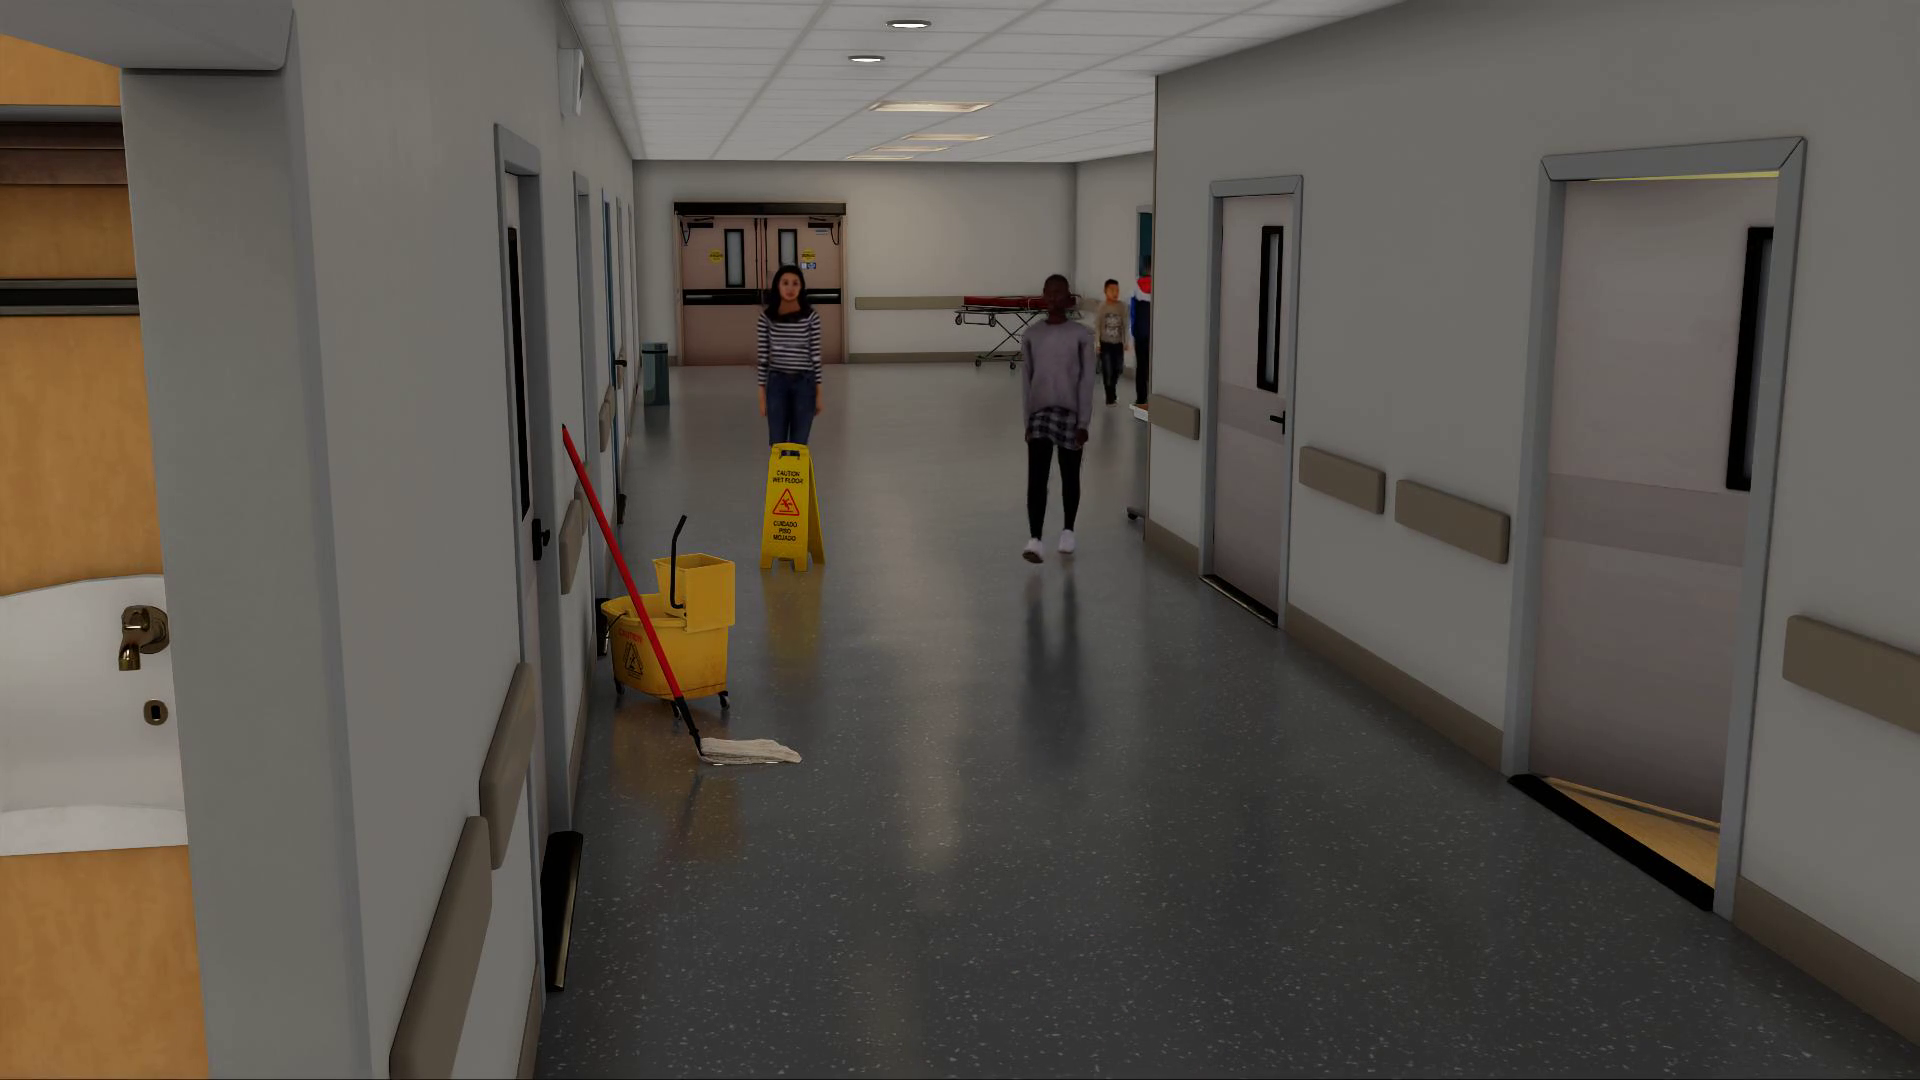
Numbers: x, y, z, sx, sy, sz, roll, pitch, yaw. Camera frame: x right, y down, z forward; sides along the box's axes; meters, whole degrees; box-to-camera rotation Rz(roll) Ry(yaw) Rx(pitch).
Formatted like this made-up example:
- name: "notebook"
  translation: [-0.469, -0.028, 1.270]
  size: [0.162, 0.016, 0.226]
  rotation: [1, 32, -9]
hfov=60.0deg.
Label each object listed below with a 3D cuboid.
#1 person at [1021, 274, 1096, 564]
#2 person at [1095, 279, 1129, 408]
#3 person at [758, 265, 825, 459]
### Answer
- name: "person"
  translation: [0.632, -0.729, 10.279]
  size: [0.921, 1.729, 1.206]
  rotation: [2, 11, 12]
- name: "person"
  translation: [1.701, -2.251, 19.057]
  size: [0.564, 1.447, 0.754]
  rotation: [-3, 11, -14]
- name: "person"
  translation: [-1.146, -0.972, 11.364]
  size: [0.607, 1.786, 0.713]
  rotation: [-1, 11, -6]
